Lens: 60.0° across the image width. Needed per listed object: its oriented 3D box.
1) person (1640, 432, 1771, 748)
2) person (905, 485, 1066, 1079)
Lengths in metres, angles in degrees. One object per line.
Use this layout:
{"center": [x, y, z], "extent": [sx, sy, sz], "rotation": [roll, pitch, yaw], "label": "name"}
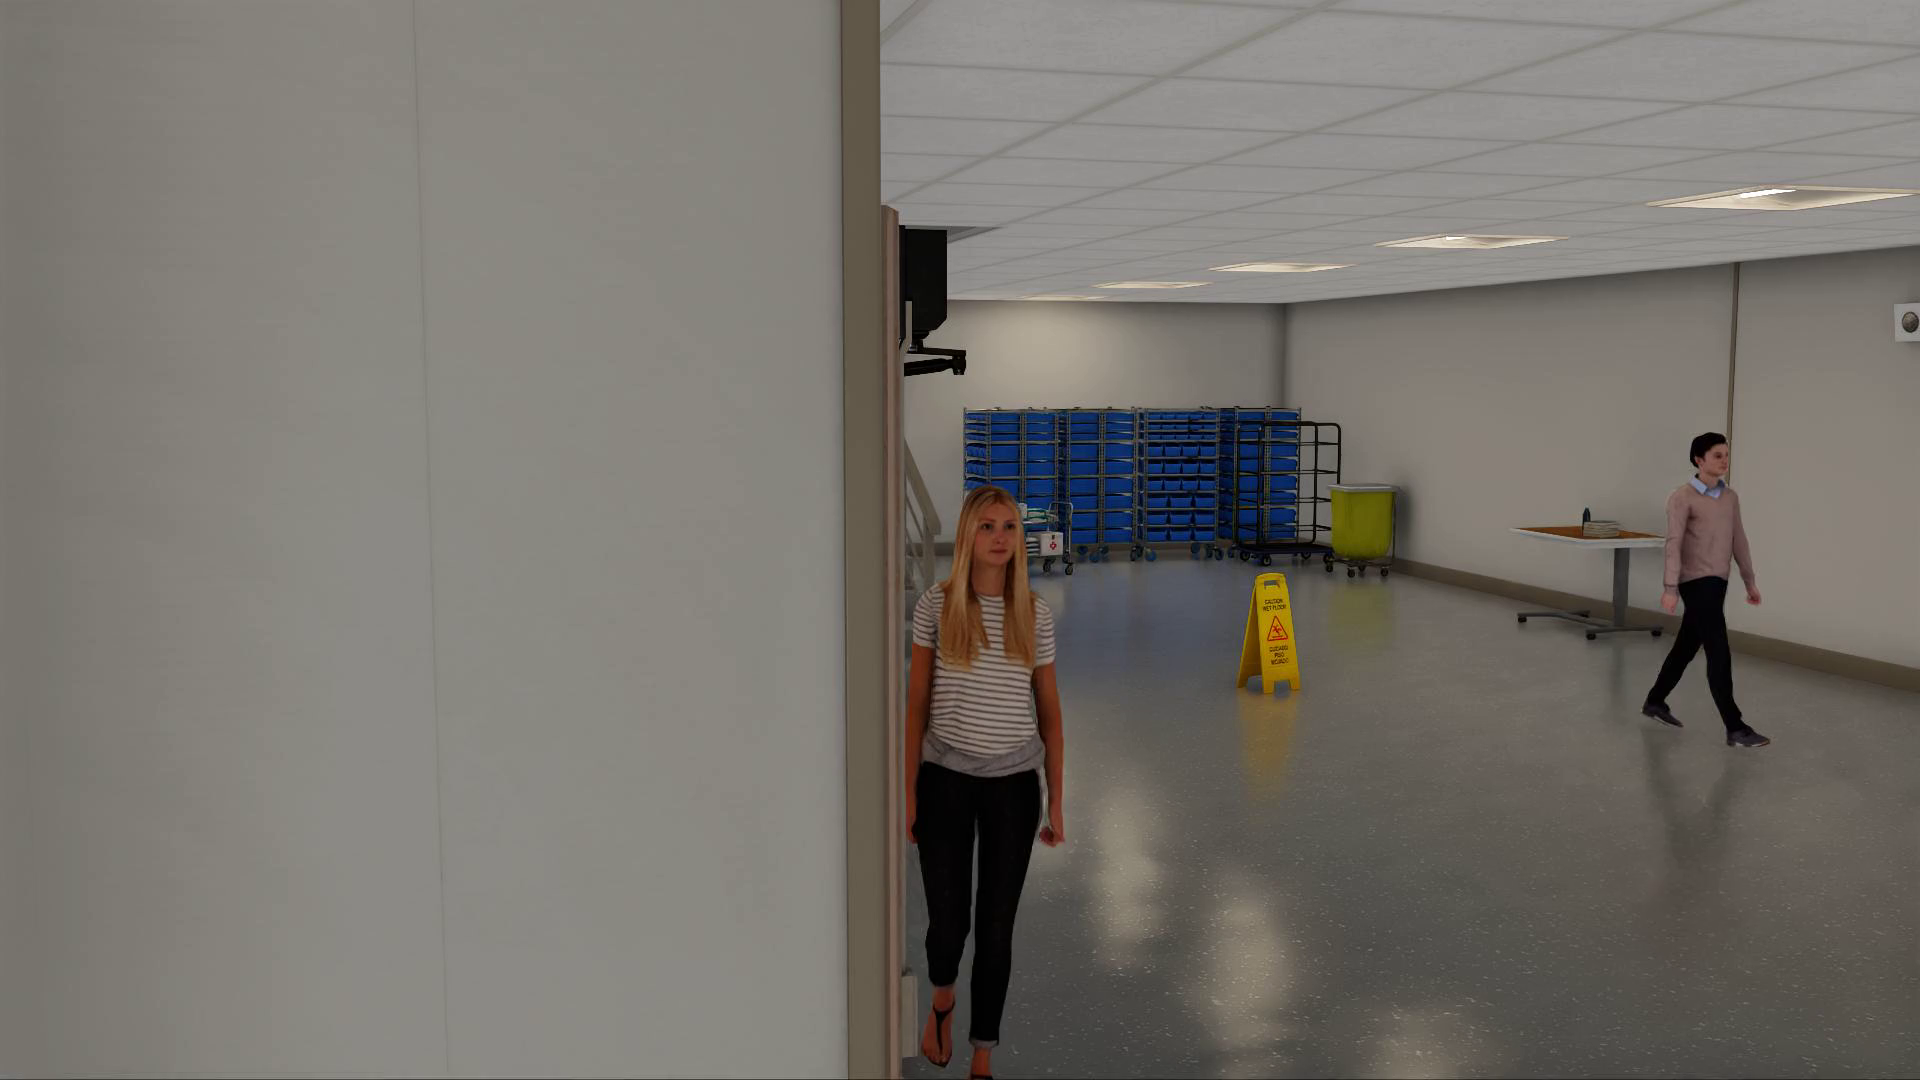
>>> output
{"center": [4.275, 0.291, 9.685], "extent": [0.775, 1.760, 1.231], "rotation": [-3, 6, -25], "label": "person"}
{"center": [0.026, 0.744, 4.903], "extent": [0.630, 1.816, 0.686], "rotation": [-1, 6, -13], "label": "person"}
